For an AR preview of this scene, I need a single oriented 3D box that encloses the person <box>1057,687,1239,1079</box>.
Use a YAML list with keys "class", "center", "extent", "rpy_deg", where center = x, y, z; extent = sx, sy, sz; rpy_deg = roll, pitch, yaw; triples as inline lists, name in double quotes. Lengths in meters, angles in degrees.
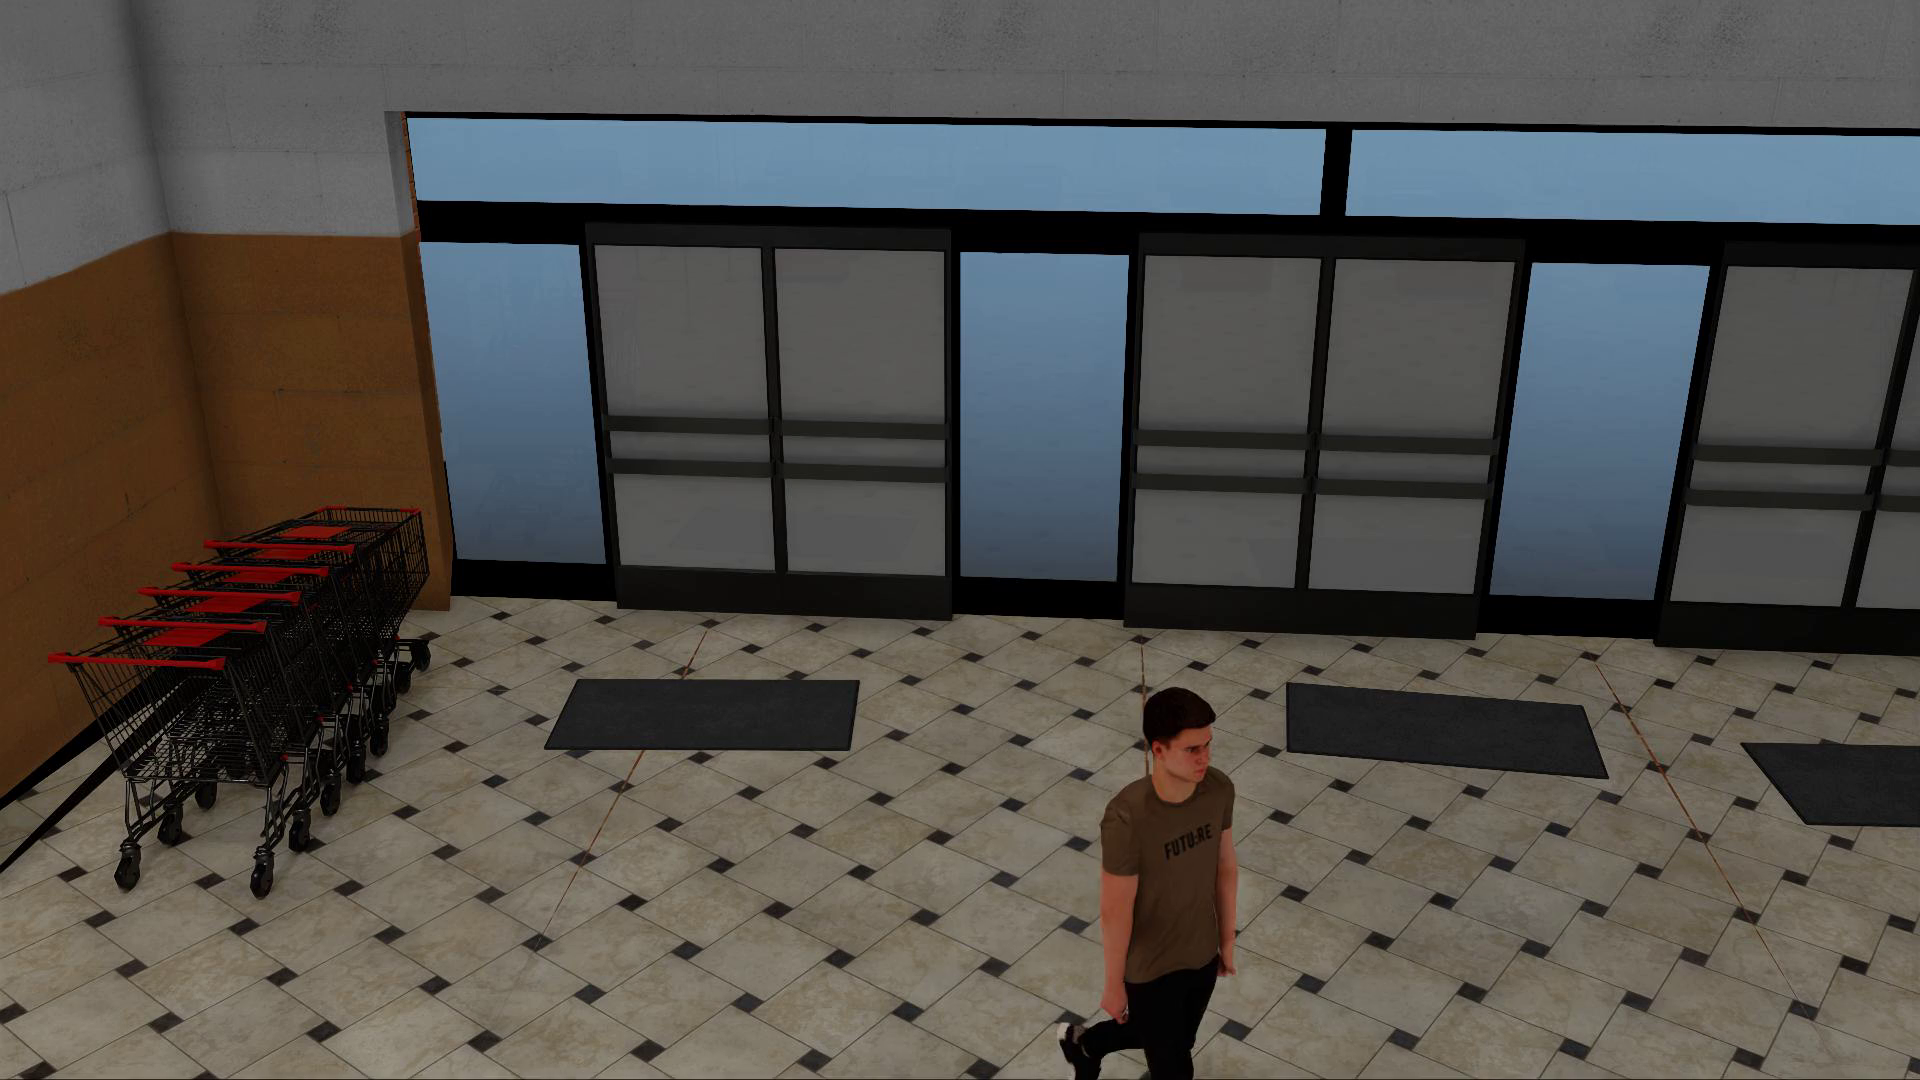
- class: "person"
  center: [0.594, 1.285, 5.266]
  extent: [1.140, 1.827, 1.221]
  rpy_deg: [-16, 27, -34]
